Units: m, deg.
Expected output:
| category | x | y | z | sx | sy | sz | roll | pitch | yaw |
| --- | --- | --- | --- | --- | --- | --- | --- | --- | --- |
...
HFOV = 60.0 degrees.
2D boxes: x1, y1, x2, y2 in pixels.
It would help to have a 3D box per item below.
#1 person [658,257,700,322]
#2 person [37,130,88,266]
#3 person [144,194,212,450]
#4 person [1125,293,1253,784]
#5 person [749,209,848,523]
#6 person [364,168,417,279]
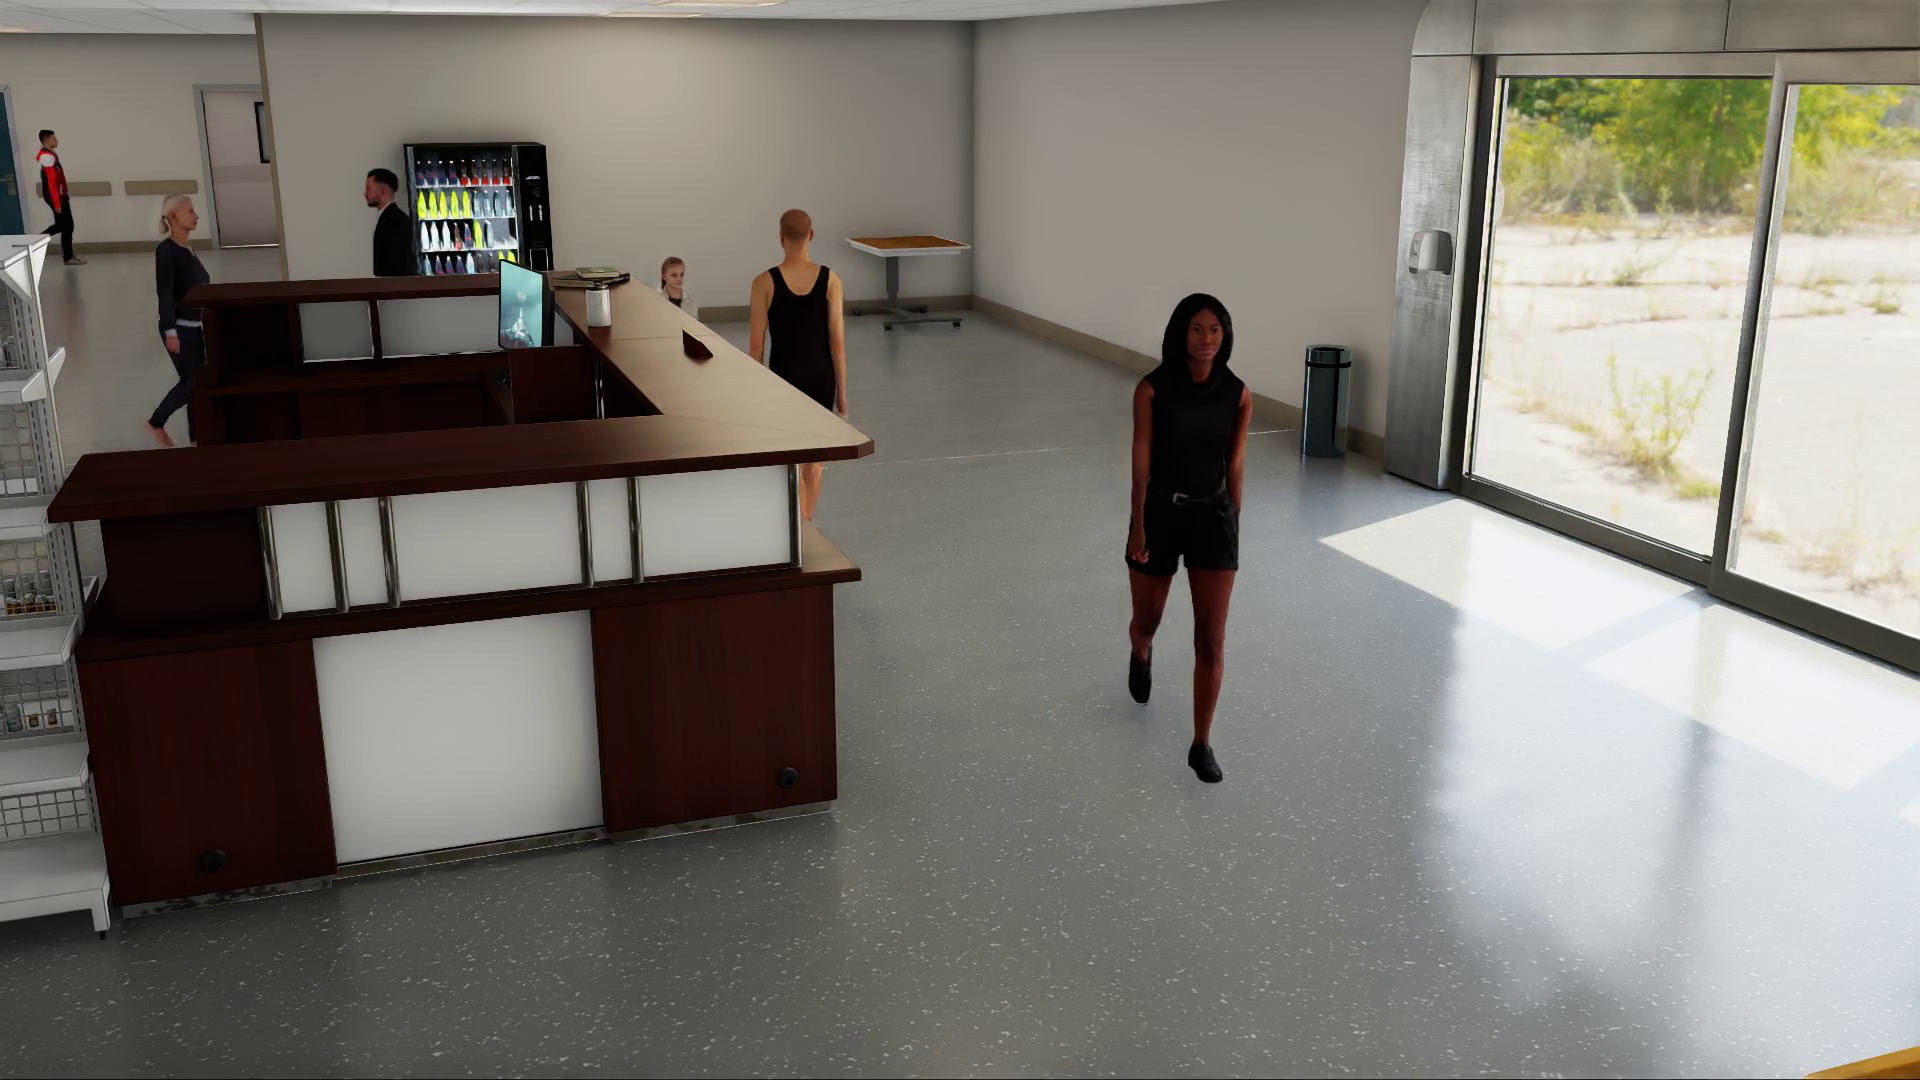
| category | x | y | z | sx | sy | sz | roll | pitch | yaw |
| --- | --- | --- | --- | --- | --- | --- | --- | --- | --- |
| person | -1.980 | -1.305 | 11.442 | 0.697 | 1.262 | 0.561 | -6 | 17 | -22 |
| person | -11.911 | -4.459 | 21.760 | 0.920 | 1.739 | 0.696 | -8 | 17 | -25 |
| person | -5.218 | -1.417 | 11.011 | 0.807 | 1.718 | 0.757 | -1 | 16 | -5 |
| person | 0.792 | -0.027 | 6.089 | 1.099 | 1.714 | 0.887 | -1 | 16 | -2 |
| person | -0.804 | -0.752 | 8.530 | 1.051 | 1.785 | 0.748 | -5 | 16 | -16 |
| person | -3.883 | -1.697 | 11.846 | 1.192 | 1.804 | 0.733 | -5 | 16 | -16 |
